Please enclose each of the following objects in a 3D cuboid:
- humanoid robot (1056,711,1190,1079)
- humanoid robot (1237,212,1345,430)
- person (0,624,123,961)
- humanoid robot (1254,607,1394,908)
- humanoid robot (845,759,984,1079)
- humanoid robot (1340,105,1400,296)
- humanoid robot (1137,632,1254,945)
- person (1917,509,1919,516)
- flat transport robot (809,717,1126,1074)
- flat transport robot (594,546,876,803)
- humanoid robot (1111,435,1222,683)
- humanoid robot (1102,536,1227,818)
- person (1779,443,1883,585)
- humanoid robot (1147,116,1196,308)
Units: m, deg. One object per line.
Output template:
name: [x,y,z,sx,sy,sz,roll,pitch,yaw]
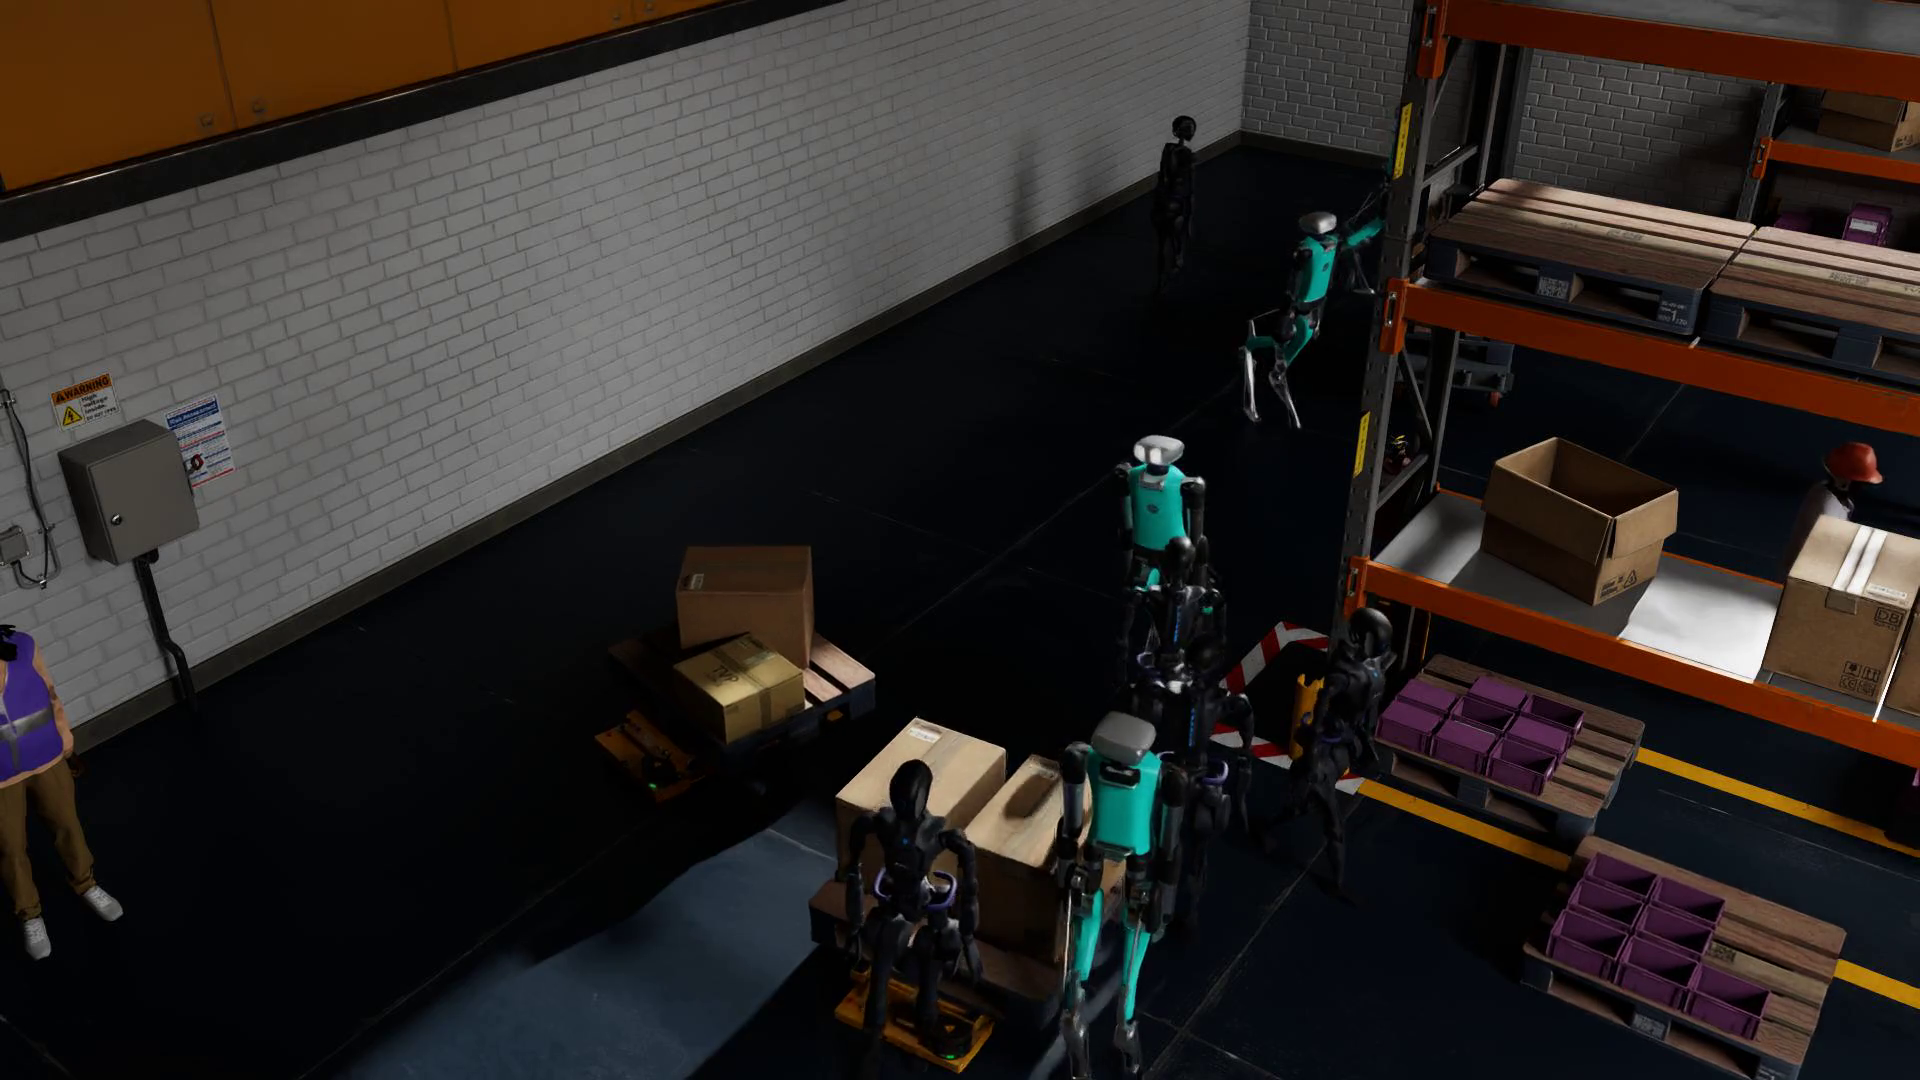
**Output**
humanoid robot: [0.580,1.593,6.799,0.530,1.788,0.710,11,32,18]
humanoid robot: [2.368,-1.631,12.427,0.532,1.806,0.821,-25,38,-37]
person: [-4.324,1.024,7.600,0.415,1.929,0.543,24,38,35]
humanoid robot: [1.755,0.987,7.991,0.763,1.627,0.606,25,38,36]
humanoid robot: [-0.191,1.587,6.883,0.603,1.653,0.409,7,31,12]
humanoid robot: [3.627,-2.928,14.768,0.721,1.898,0.539,6,31,11]
humanoid robot: [1.051,1.137,7.654,0.589,1.639,0.338,7,31,11]
person: [6.782,-0.909,11.011,0.391,1.875,0.566,2,30,3]
flat transport robot: [0.074,1.859,7.814,0.659,0.231,1.431,16,34,26]
flat transport robot: [-1.266,0.973,9.352,1.431,0.231,0.659,-23,37,-34]
humanoid robot: [1.225,0.149,9.369,0.568,1.793,0.862,18,35,29]
humanoid robot: [1.026,0.732,8.364,0.609,1.651,0.396,-1,30,-1]
person: [4.707,0.248,9.133,0.382,1.735,0.574,18,34,28]
humanoid robot: [1.830,-2.899,14.666,0.469,1.646,0.597,-14,33,-23]
